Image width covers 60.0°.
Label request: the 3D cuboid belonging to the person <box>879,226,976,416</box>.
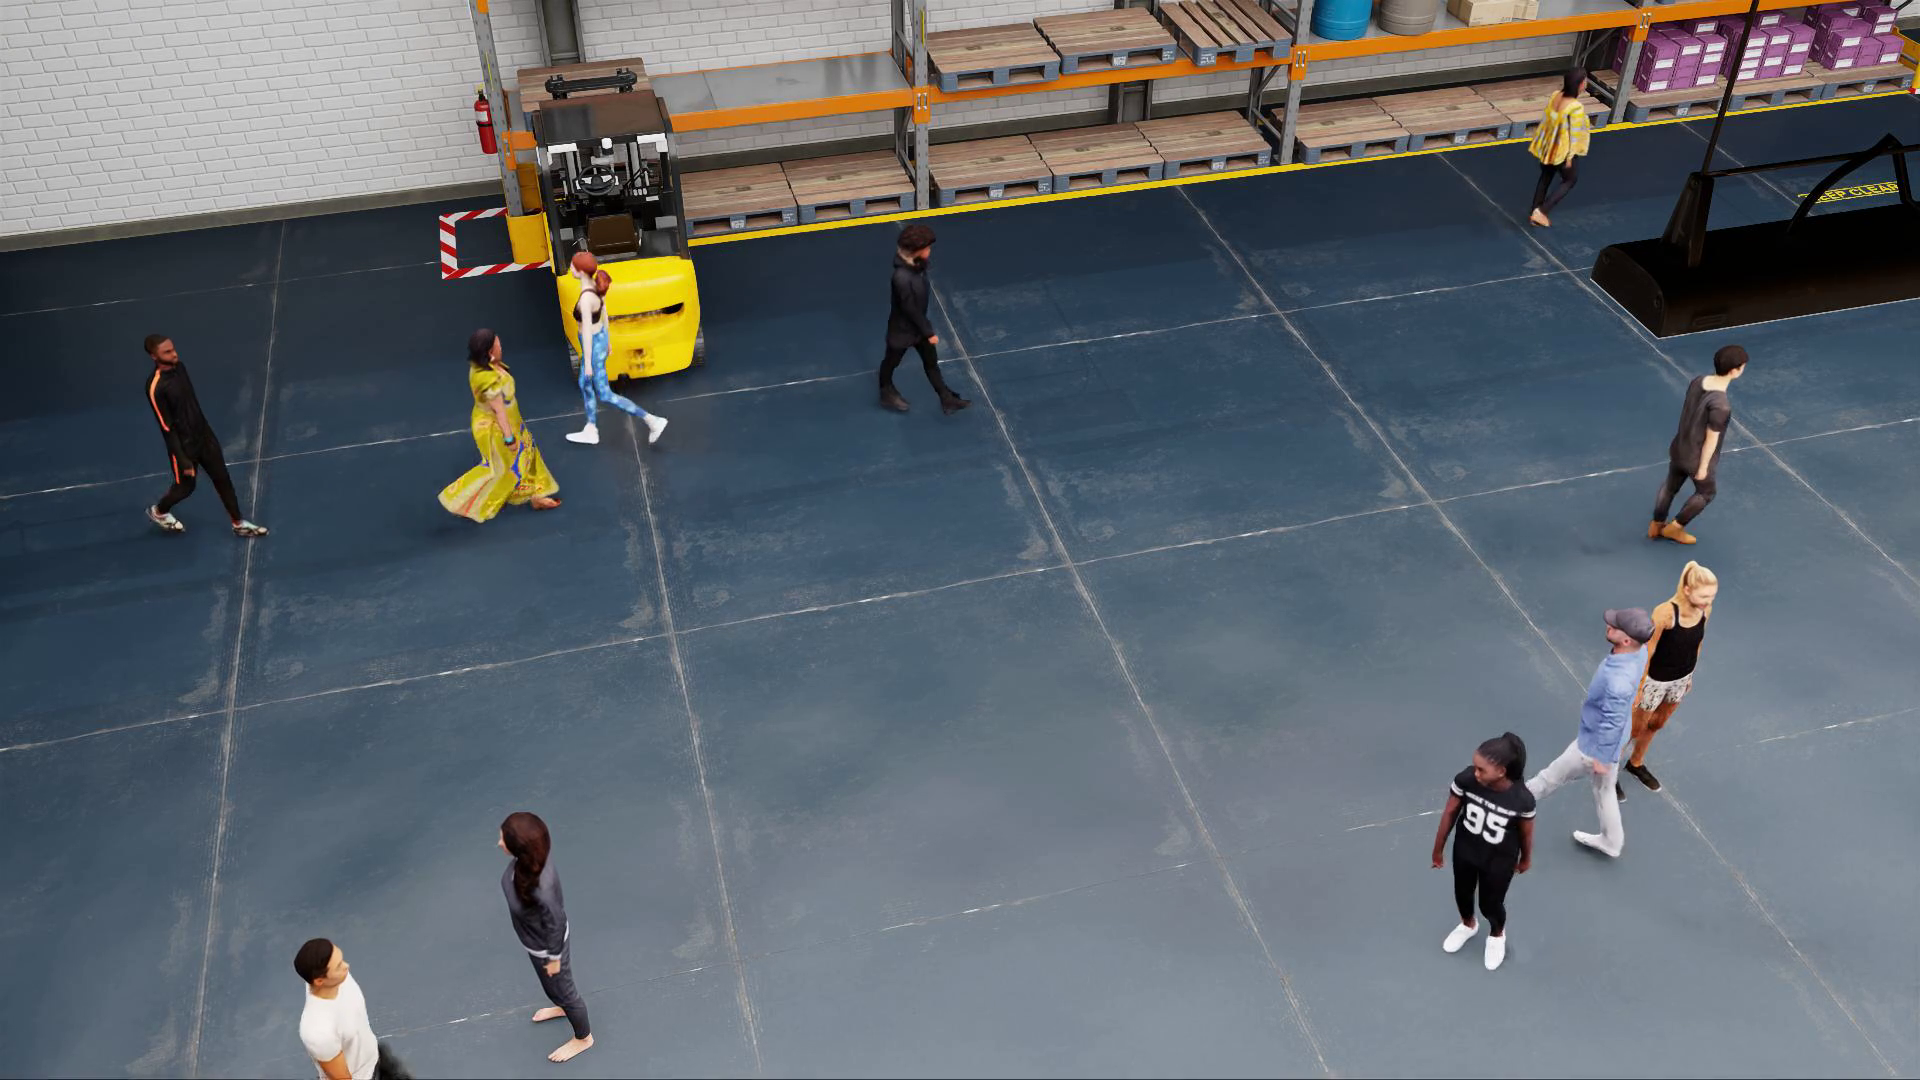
[{"bbox_3d":[-0.507,-1.753,13.581,1.151,1.715,1.039,16,41,19],"label":"person"}]

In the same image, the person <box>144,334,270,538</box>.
[{"bbox_3d":[-5.777,-0.732,12.248,1.216,1.782,0.944,6,39,8],"label":"person"}]

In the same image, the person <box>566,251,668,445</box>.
[{"bbox_3d":[-2.802,-1.459,13.186,1.167,1.759,0.818,3,39,4],"label":"person"}]

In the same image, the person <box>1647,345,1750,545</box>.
[{"bbox_3d":[5.350,-0.674,12.239,0.612,1.703,0.671,-4,39,-5],"label":"person"}]

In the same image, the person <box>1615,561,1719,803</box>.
[{"bbox_3d":[4.319,0.838,10.233,0.473,1.843,0.671,-14,41,-17],"label":"person"}]

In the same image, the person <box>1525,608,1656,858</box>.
[{"bbox_3d":[3.852,1.186,9.798,1.188,1.842,1.170,23,44,26],"label":"person"}]

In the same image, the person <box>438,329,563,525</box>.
[{"bbox_3d":[-3.548,-0.803,12.476,1.097,1.619,0.704,-9,40,-11],"label":"person"}]

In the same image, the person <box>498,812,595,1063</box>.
[{"bbox_3d":[-2.187,2.062,8.760,0.604,1.768,0.665,-19,42,-22],"label":"person"}]

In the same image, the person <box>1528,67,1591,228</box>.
[{"bbox_3d":[5.754,-3.775,16.168,0.729,1.645,0.707,-11,40,-14],"label":"person"}]

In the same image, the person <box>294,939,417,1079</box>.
[{"bbox_3d":[-3.058,2.573,8.114,0.675,1.788,0.716,-3,39,-4],"label":"person"}]

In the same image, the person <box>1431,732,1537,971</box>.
[{"bbox_3d":[2.952,1.713,9.243,0.781,1.711,0.820,15,41,18],"label":"person"}]
